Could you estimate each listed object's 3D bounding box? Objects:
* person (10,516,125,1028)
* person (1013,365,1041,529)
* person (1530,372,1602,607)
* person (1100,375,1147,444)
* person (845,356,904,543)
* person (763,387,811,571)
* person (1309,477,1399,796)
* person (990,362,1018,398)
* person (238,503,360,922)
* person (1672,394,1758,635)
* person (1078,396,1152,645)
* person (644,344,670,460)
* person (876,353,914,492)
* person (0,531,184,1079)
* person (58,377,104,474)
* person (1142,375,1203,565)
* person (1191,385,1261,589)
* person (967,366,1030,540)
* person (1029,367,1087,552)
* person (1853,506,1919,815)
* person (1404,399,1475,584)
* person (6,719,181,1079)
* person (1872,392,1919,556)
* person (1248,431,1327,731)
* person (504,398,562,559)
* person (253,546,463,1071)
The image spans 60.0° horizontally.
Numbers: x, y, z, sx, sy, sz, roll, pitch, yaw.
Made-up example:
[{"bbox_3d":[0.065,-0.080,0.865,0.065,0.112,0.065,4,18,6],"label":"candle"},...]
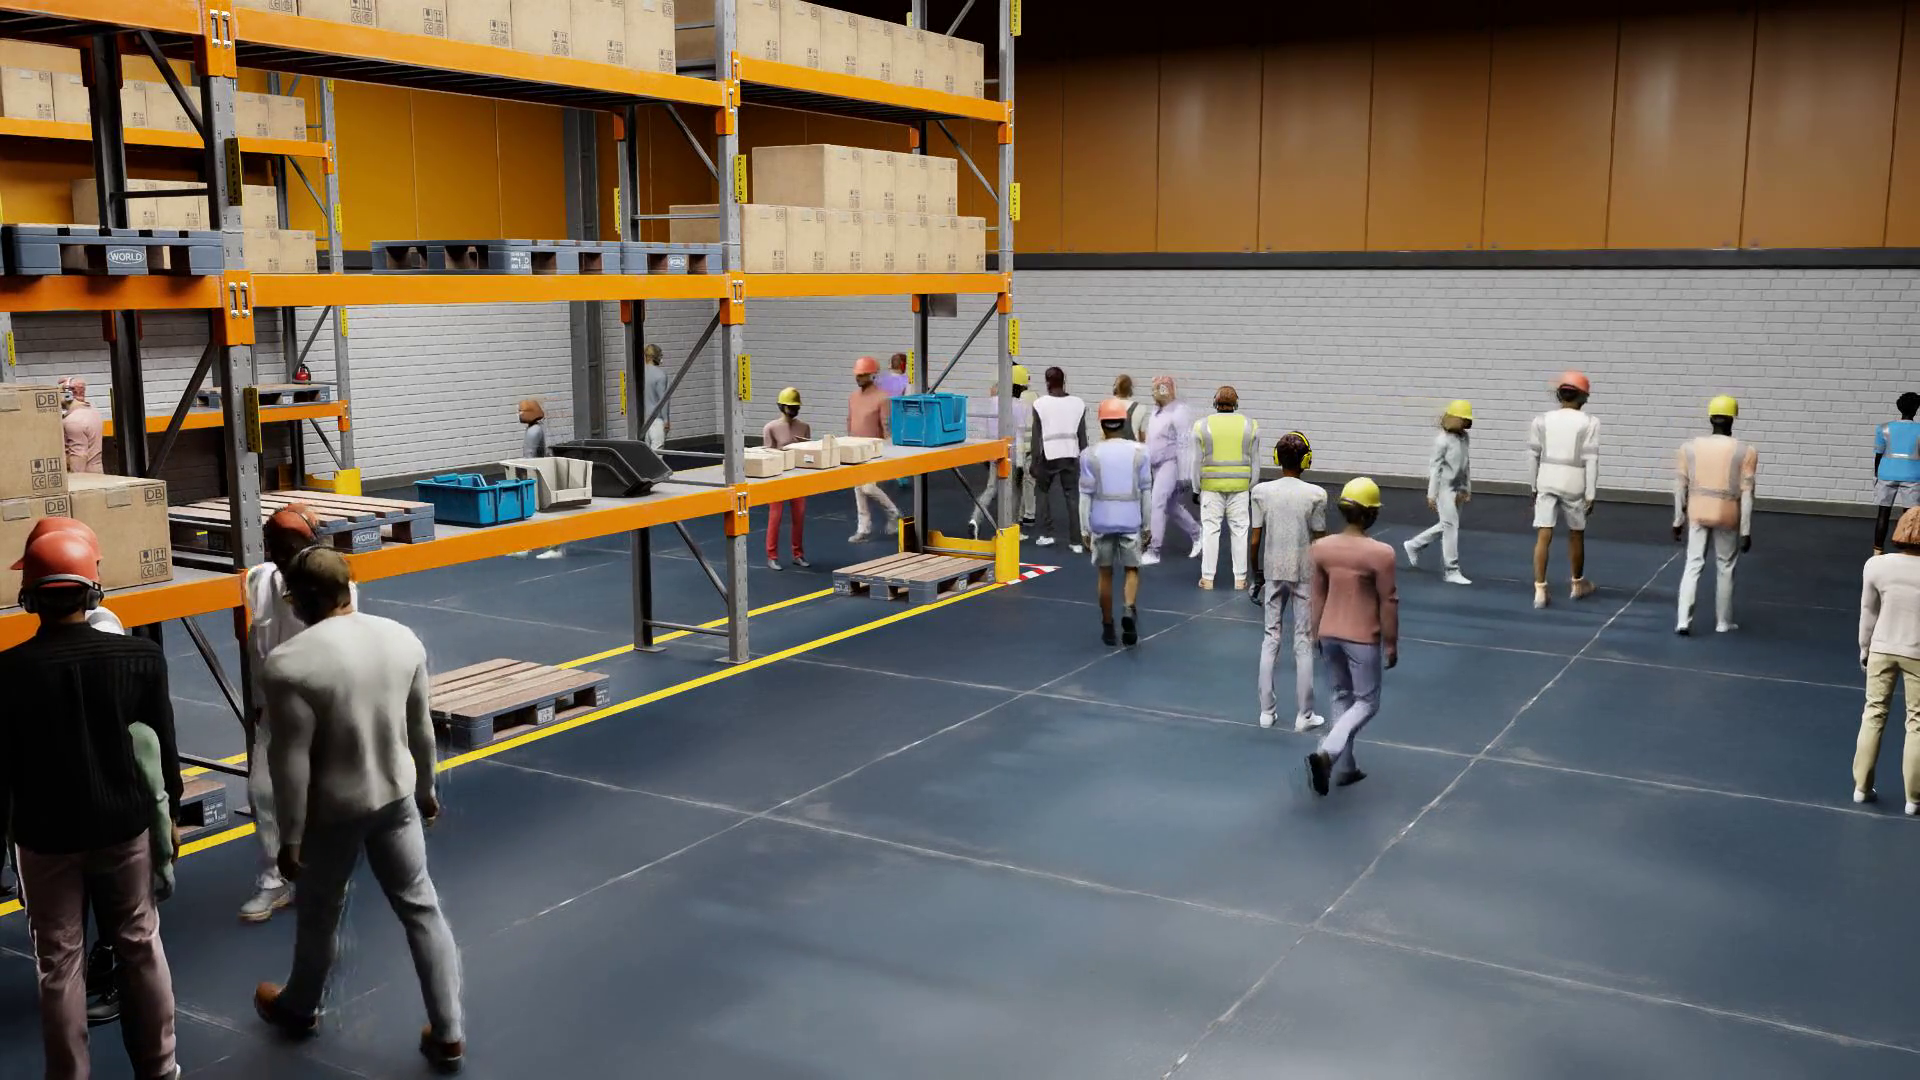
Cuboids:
[{"bbox_3d":[-3.326,0.869,6.313,0.364,1.939,0.542,-8,12,-42],"label":"person"},{"bbox_3d":[0.665,-1.033,18.548,0.403,1.824,0.586,7,11,37],"label":"person"},{"bbox_3d":[5.205,-0.443,14.327,0.647,1.984,0.986,7,12,39],"label":"person"},{"bbox_3d":[1.686,-0.813,17.292,0.504,1.785,1.009,0,9,1],"label":"person"},{"bbox_3d":[-0.940,-0.954,17.572,0.532,1.978,0.620,-8,12,-42],"label":"person"},{"bbox_3d":[-1.641,-0.587,15.972,0.534,1.759,0.344,-7,11,-36],"label":"person"},{"bbox_3d":[2.079,0.537,9.021,0.657,1.746,0.529,-8,12,-40],"label":"person"},{"bbox_3d":[0.651,-1.509,21.900,0.539,1.698,0.318,3,10,19],"label":"person"},{"bbox_3d":[-2.933,0.759,7.271,0.640,1.853,0.683,3,9,16],"label":"person"},{"bbox_3d":[5.907,-0.183,13.054,0.612,1.940,0.609,8,12,40],"label":"person"},{"bbox_3d":[1.177,-0.124,12.566,0.576,1.923,0.588,0,9,0],"label":"person"},{"bbox_3d":[-3.977,-1.561,21.491,0.631,1.936,0.362,7,12,39],"label":"person"},{"bbox_3d":[-0.851,-1.515,21.568,0.753,1.821,0.578,-8,12,-40],"label":"person"},{"bbox_3d":[-2.944,0.959,5.577,0.623,1.992,0.397,-7,12,-38],"label":"person"},{"bbox_3d":[-8.012,-0.528,15.135,0.403,1.906,0.652,-2,9,-13],"label":"person"},{"bbox_3d":[2.099,-0.704,16.394,0.890,1.864,0.647,-2,9,-14],"label":"person"},{"bbox_3d":[2.377,-0.467,14.956,0.627,1.844,0.429,0,9,2],"label":"person"},{"bbox_3d":[0.432,-0.871,17.373,0.600,1.888,0.862,7,12,39],"label":"person"},{"bbox_3d":[1.000,-0.835,17.124,0.630,1.880,0.740,-3,10,-18],"label":"person"},{"bbox_3d":[5.008,0.628,8.806,0.285,1.626,0.496,-7,12,-38],"label":"person"},{"bbox_3d":[4.427,-0.466,15.356,0.532,1.704,0.701,-9,13,-44],"label":"person"},{"bbox_3d":[-2.937,1.129,5.641,0.507,1.633,0.276,-2,9,-15],"label":"person"},{"bbox_3d":[9.208,-0.600,16.264,0.530,1.689,0.321,6,11,34],"label":"person"},{"bbox_3d":[2.050,0.255,10.359,0.520,1.873,0.328,5,10,26],"label":"person"},{"bbox_3d":[-4.301,-0.601,16.507,0.693,1.606,0.536,-2,9,-14],"label":"person"},{"bbox_3d":[-2.210,0.949,6.015,1.016,1.868,0.701,7,11,36],"label":"person"}]
